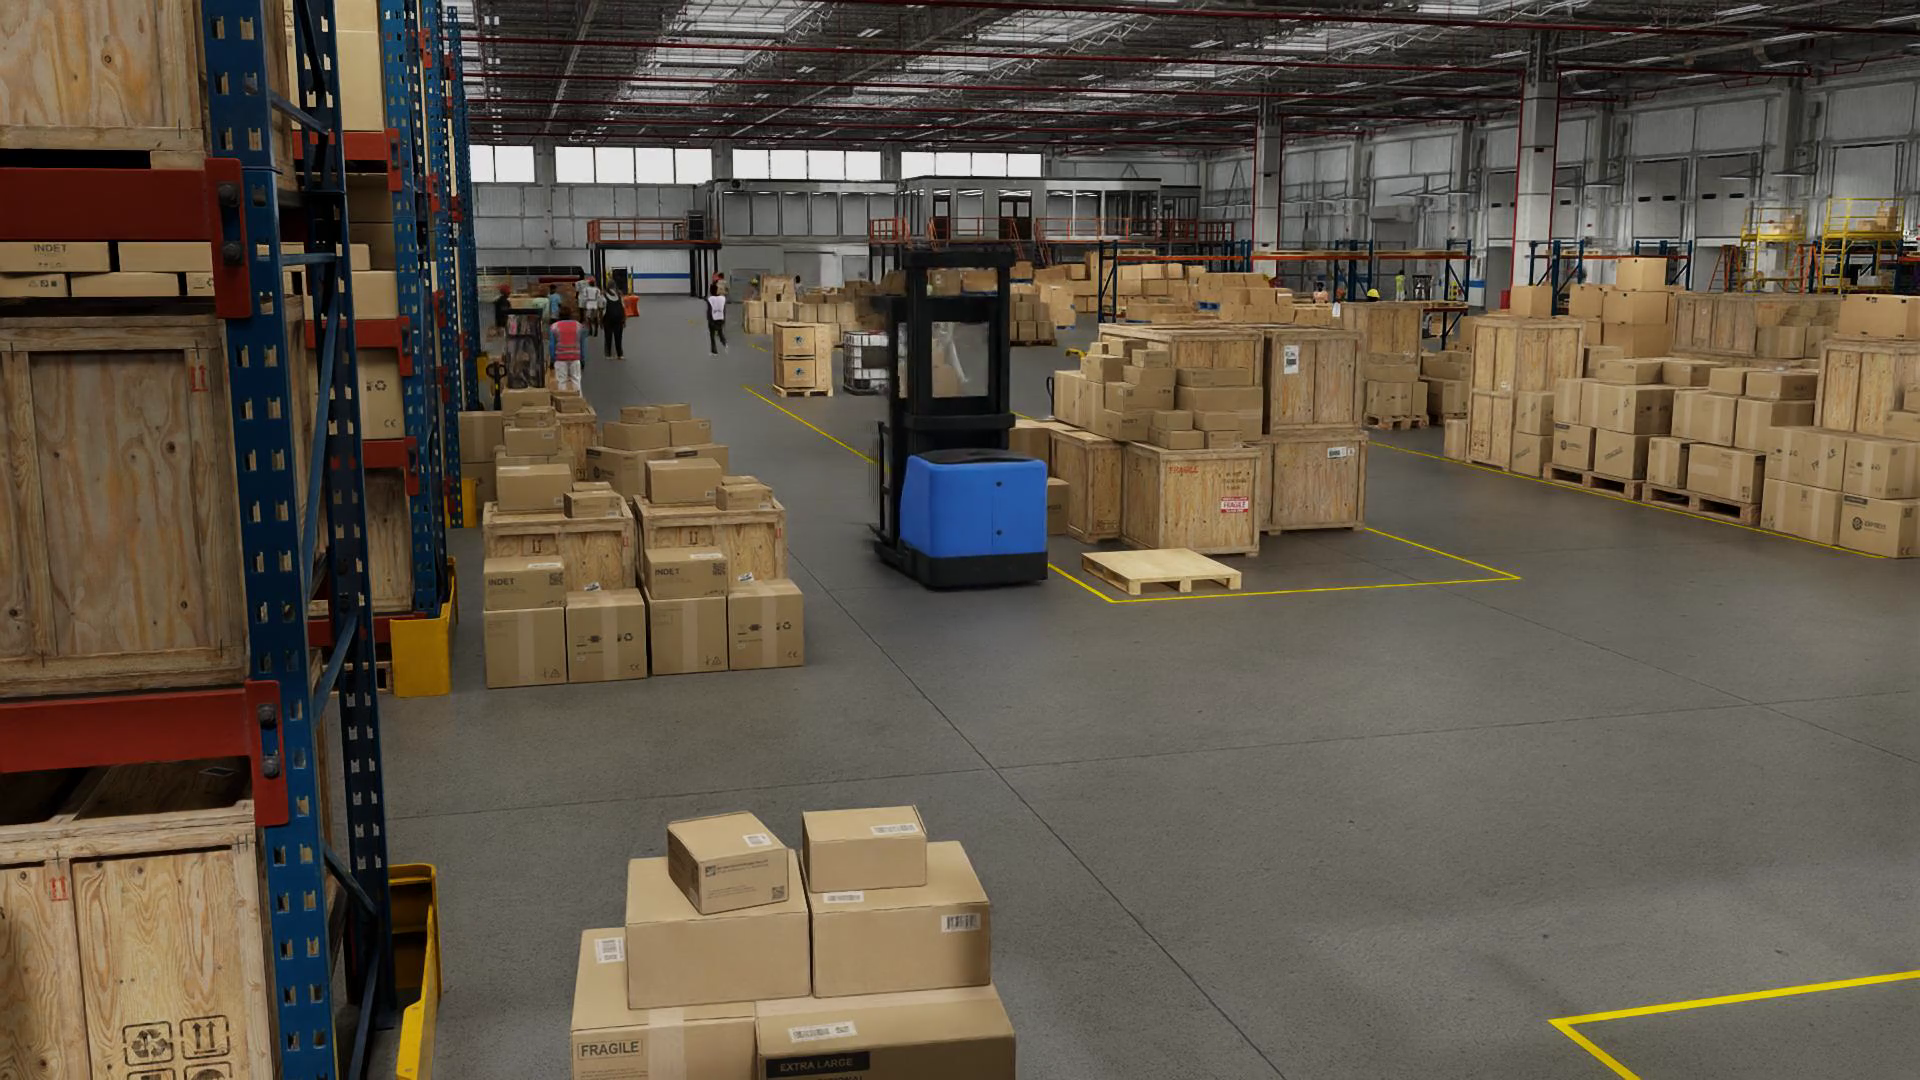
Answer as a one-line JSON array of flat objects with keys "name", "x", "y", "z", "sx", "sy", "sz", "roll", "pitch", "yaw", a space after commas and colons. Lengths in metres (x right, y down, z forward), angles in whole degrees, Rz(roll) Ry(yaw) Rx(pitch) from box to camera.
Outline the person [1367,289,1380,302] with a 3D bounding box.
[{"name": "person", "x": 9.230, "y": -4.688, "z": 37.459, "sx": 0.407, "sy": 1.918, "sz": 0.584, "roll": 4, "pitch": 11, "yaw": 19}]

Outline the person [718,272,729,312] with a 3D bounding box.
[{"name": "person", "x": -9.453, "y": -9.713, "z": 66.141, "sx": 0.518, "sy": 1.845, "sz": 0.720, "roll": 0, "pitch": 10, "yaw": 1}]

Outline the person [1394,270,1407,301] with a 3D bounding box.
[{"name": "person", "x": 19.494, "y": -11.014, "z": 73.481, "sx": 0.429, "sy": 1.845, "sz": 0.621, "roll": -7, "pitch": 12, "yaw": -35}]

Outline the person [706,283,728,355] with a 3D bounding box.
[{"name": "person", "x": -6.401, "y": -5.802, "z": 43.804, "sx": 0.549, "sy": 1.900, "sz": 0.609, "roll": 10, "pitch": 14, "yaw": 44}]

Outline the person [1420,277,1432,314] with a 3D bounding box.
[{"name": "person", "x": 15.134, "y": -7.622, "z": 54.007, "sx": 0.372, "sy": 1.938, "sz": 0.630, "roll": 6, "pitch": 12, "yaw": 32}]

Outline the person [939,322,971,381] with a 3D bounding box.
[{"name": "person", "x": -0.203, "y": -4.154, "z": 35.307, "sx": 0.858, "sy": 1.593, "sz": 0.528, "roll": -5, "pitch": 11, "yaw": -25}]

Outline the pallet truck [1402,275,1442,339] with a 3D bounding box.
[{"name": "pallet truck", "x": 14.620, "y": -7.324, "z": 52.145, "sx": 0.823, "sy": 1.965, "sz": 1.885, "roll": 8, "pitch": 13, "yaw": 40}]

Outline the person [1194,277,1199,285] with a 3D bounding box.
[{"name": "person", "x": 8.309, "y": -8.310, "z": 58.255, "sx": 0.671, "sy": 1.813, "sz": 0.678, "roll": 10, "pitch": 14, "yaw": 43}]

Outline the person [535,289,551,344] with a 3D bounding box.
[{"name": "person", "x": -12.293, "y": -6.614, "z": 49.246, "sx": 0.506, "sy": 1.600, "sz": 0.789, "roll": 3, "pitch": 10, "yaw": 15}]

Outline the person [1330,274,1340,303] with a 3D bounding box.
[{"name": "person", "x": 16.288, "y": -10.732, "z": 72.256, "sx": 0.707, "sy": 1.717, "sz": 0.499, "roll": -7, "pitch": 12, "yaw": -35}]

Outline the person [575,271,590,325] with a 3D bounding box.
[{"name": "person", "x": -13.760, "y": -8.824, "z": 60.737, "sx": 0.603, "sy": 1.962, "sz": 0.367, "roll": -8, "pitch": 13, "yaw": -37}]

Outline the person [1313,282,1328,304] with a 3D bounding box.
[{"name": "person", "x": 11.970, "y": -7.724, "z": 55.292, "sx": 0.534, "sy": 1.693, "sz": 0.321, "roll": 7, "pitch": 12, "yaw": 36}]

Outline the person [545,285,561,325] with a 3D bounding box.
[{"name": "person", "x": -12.923, "y": -7.261, "z": 52.720, "sx": 0.524, "sy": 1.660, "sz": 0.618, "roll": 3, "pitch": 10, "yaw": 15}]

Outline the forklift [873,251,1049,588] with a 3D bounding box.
[{"name": "forklift", "x": 0.000, "y": -1.113, "z": 14.477, "sx": 1.129, "sy": 2.768, "sz": 1.873, "roll": -3, "pitch": 10, "yaw": -16}]

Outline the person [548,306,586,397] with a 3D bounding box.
[{"name": "person", "x": -6.796, "y": -3.113, "z": 28.787, "sx": 0.653, "sy": 1.832, "sz": 0.429, "roll": -5, "pitch": 11, "yaw": -26}]

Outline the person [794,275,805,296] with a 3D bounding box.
[{"name": "person", "x": -5.717, "y": -8.467, "z": 59.046, "sx": 0.532, "sy": 1.847, "sz": 0.736, "roll": -5, "pitch": 11, "yaw": -25}]

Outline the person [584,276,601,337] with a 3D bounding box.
[{"name": "person", "x": -11.706, "y": -7.442, "z": 53.038, "sx": 0.570, "sy": 1.917, "sz": 0.423, "roll": -2, "pitch": 10, "yaw": -11}]

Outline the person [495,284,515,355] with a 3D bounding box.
[{"name": "person", "x": -10.797, "y": -5.092, "z": 39.553, "sx": 0.439, "sy": 1.979, "sz": 0.648, "roll": 2, "pitch": 10, "yaw": 12}]

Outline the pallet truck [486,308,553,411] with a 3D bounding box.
[{"name": "pallet truck", "x": -6.242, "y": -2.418, "z": 24.362, "sx": 0.823, "sy": 1.965, "sz": 1.885, "roll": 1, "pitch": 10, "yaw": 3}]

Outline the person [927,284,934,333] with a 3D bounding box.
[{"name": "person", "x": -1.167, "y": -7.783, "z": 55.060, "sx": 0.628, "sy": 1.911, "sz": 0.522, "roll": -9, "pitch": 14, "yaw": -43}]

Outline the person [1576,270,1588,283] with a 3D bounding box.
[{"name": "person", "x": 23.946, "y": -9.416, "z": 64.109, "sx": 0.751, "sy": 1.951, "sz": 0.672, "roll": 4, "pitch": 11, "yaw": 22}]

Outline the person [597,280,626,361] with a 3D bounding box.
[{"name": "person", "x": -8.729, "y": -5.525, "z": 41.837, "sx": 0.682, "sy": 2.000, "sz": 0.535, "roll": -8, "pitch": 12, "yaw": -36}]

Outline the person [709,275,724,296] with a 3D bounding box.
[{"name": "person", "x": -8.341, "y": -8.055, "z": 56.551, "sx": 0.568, "sy": 1.900, "sz": 0.872, "roll": 6, "pitch": 12, "yaw": 30}]

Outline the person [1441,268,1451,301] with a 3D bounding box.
[{"name": "person", "x": 21.979, "y": -11.383, "z": 75.296, "sx": 0.401, "sy": 1.939, "sz": 0.602, "roll": 2, "pitch": 10, "yaw": 12}]

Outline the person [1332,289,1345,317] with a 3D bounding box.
[{"name": "person", "x": 8.854, "y": -4.896, "z": 38.760, "sx": 0.355, "sy": 1.876, "sz": 0.574, "roll": -6, "pitch": 12, "yaw": -32}]

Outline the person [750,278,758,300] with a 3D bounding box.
[{"name": "person", "x": -7.300, "y": -8.344, "z": 58.624, "sx": 0.666, "sy": 1.741, "sz": 0.530, "roll": -4, "pitch": 11, "yaw": -20}]
